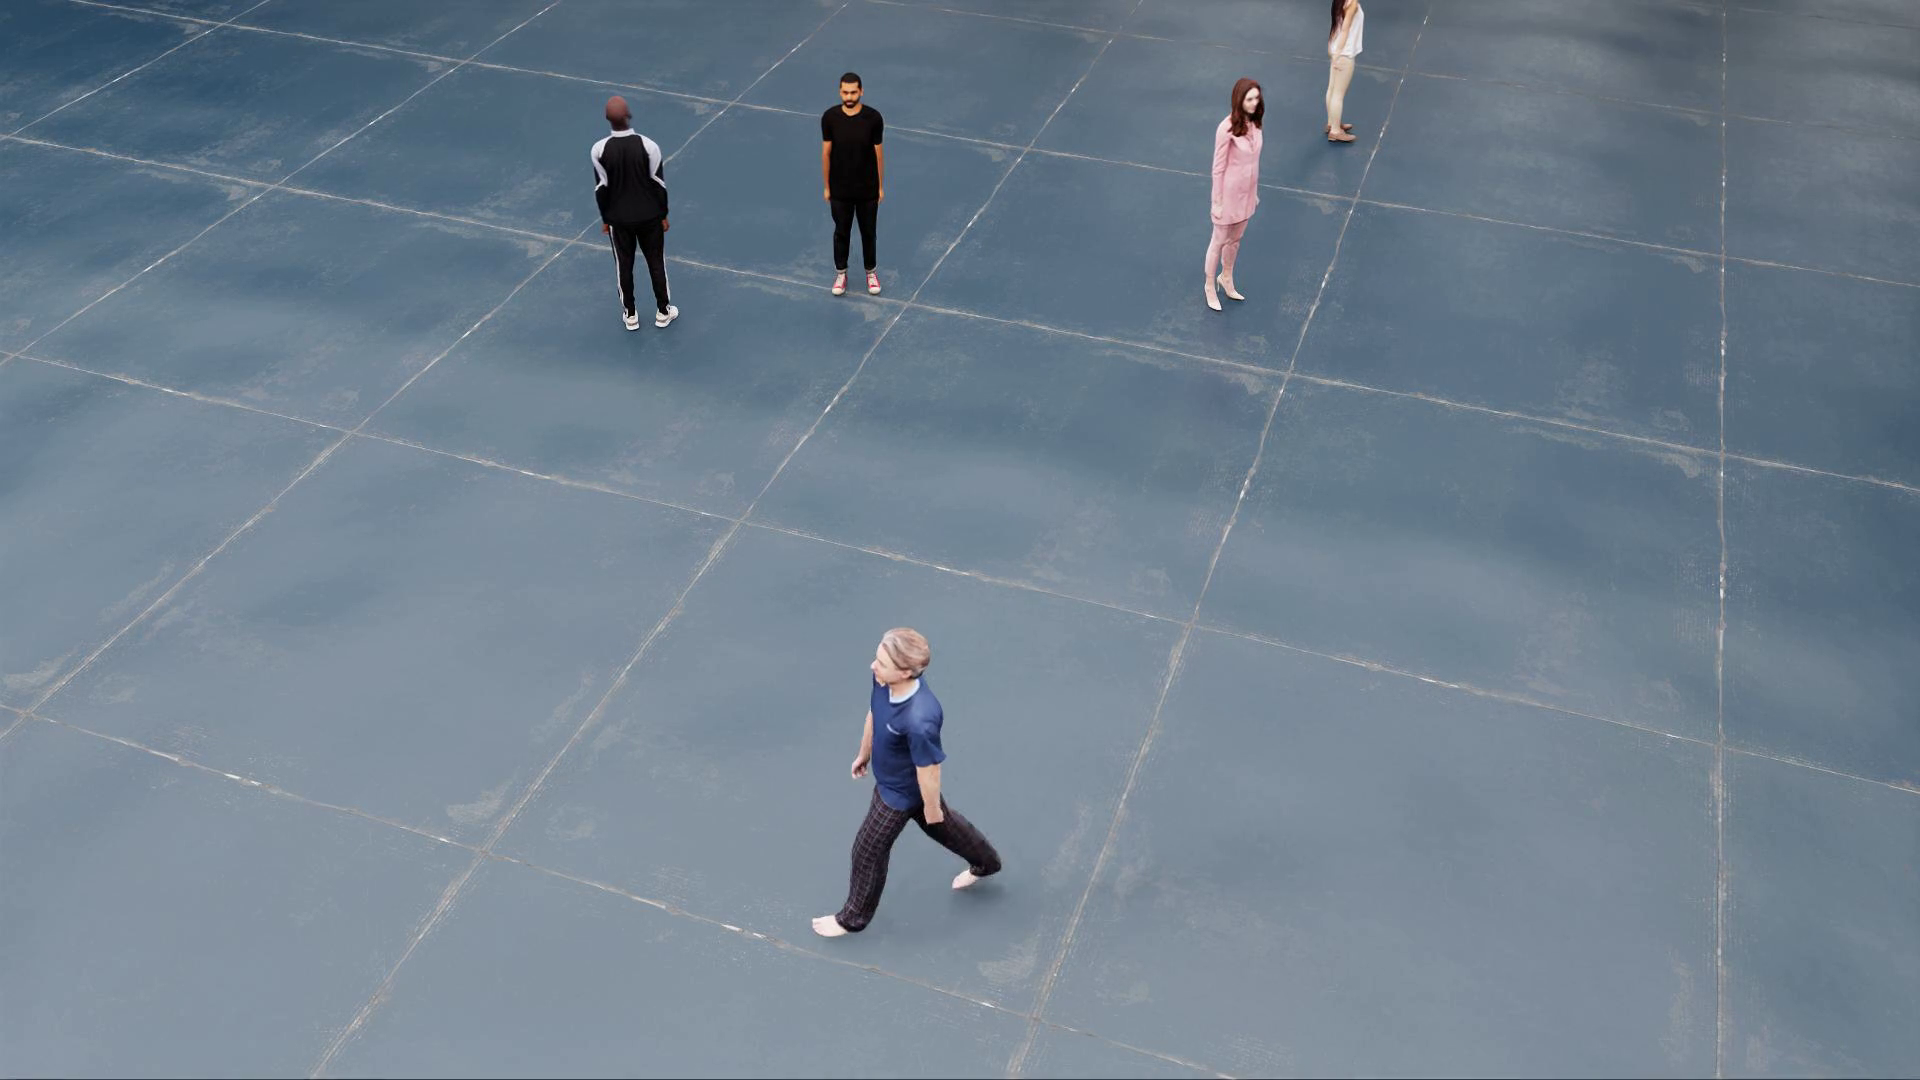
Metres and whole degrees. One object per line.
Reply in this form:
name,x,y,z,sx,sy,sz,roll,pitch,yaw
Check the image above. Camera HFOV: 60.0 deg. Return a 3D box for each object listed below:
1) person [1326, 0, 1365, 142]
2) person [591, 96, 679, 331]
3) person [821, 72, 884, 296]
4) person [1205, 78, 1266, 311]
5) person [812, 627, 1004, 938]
person,3.431,-4.403,14.946,0.693,1.651,0.633,-15,41,-19
person,-2.402,-2.397,12.239,0.741,1.829,0.716,-4,38,-5
person,-0.813,-2.726,12.716,0.716,1.758,0.717,-3,38,-3
person,2.057,-2.610,12.532,0.642,1.803,0.753,-25,45,-29
person,-0.166,1.107,7.764,1.163,1.824,1.238,-9,39,-11
